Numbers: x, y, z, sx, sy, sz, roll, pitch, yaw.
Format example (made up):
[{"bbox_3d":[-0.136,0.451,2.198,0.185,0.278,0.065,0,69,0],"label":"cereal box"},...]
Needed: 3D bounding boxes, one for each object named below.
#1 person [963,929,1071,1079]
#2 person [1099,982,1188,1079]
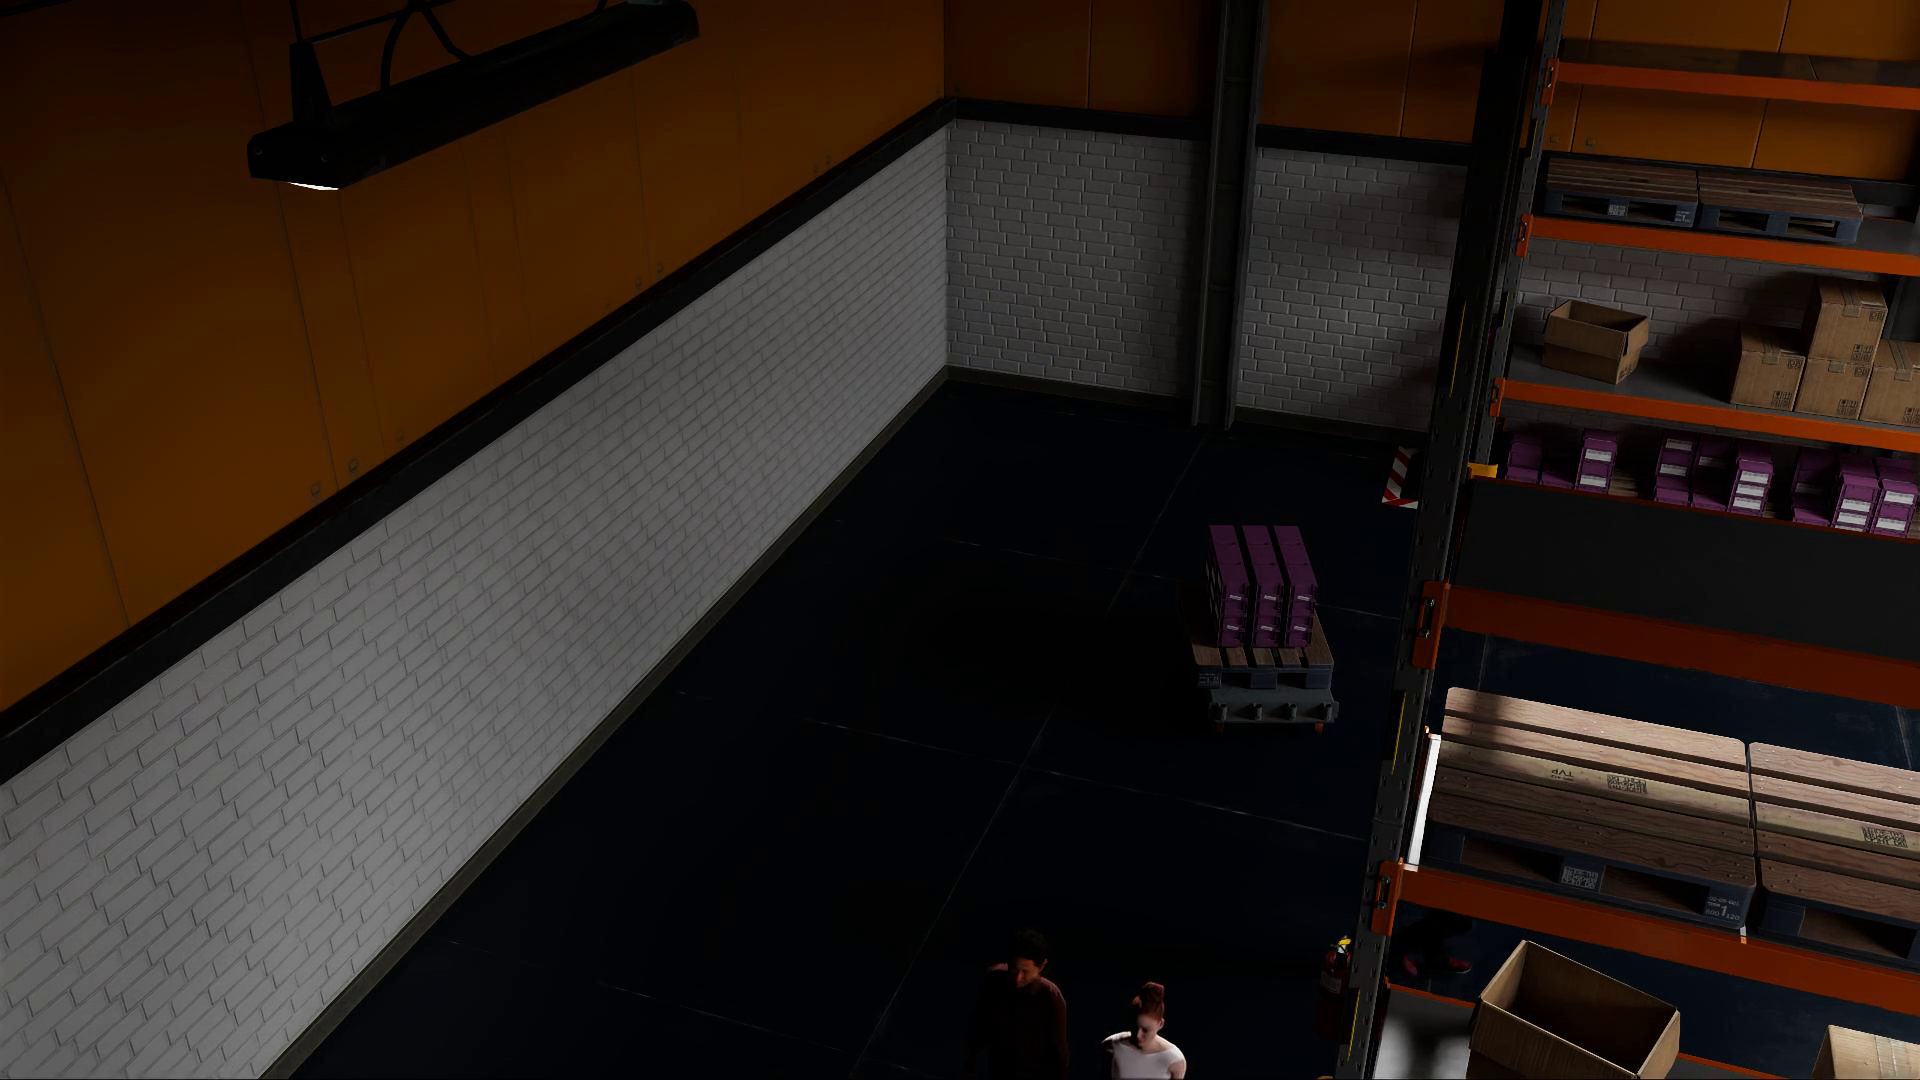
[{"bbox_3d":[0.331,2.598,8.335,1.122,1.746,0.958,19,34,31],"label":"person"},{"bbox_3d":[0.843,2.807,7.906,0.411,1.791,0.616,10,30,17],"label":"person"}]
